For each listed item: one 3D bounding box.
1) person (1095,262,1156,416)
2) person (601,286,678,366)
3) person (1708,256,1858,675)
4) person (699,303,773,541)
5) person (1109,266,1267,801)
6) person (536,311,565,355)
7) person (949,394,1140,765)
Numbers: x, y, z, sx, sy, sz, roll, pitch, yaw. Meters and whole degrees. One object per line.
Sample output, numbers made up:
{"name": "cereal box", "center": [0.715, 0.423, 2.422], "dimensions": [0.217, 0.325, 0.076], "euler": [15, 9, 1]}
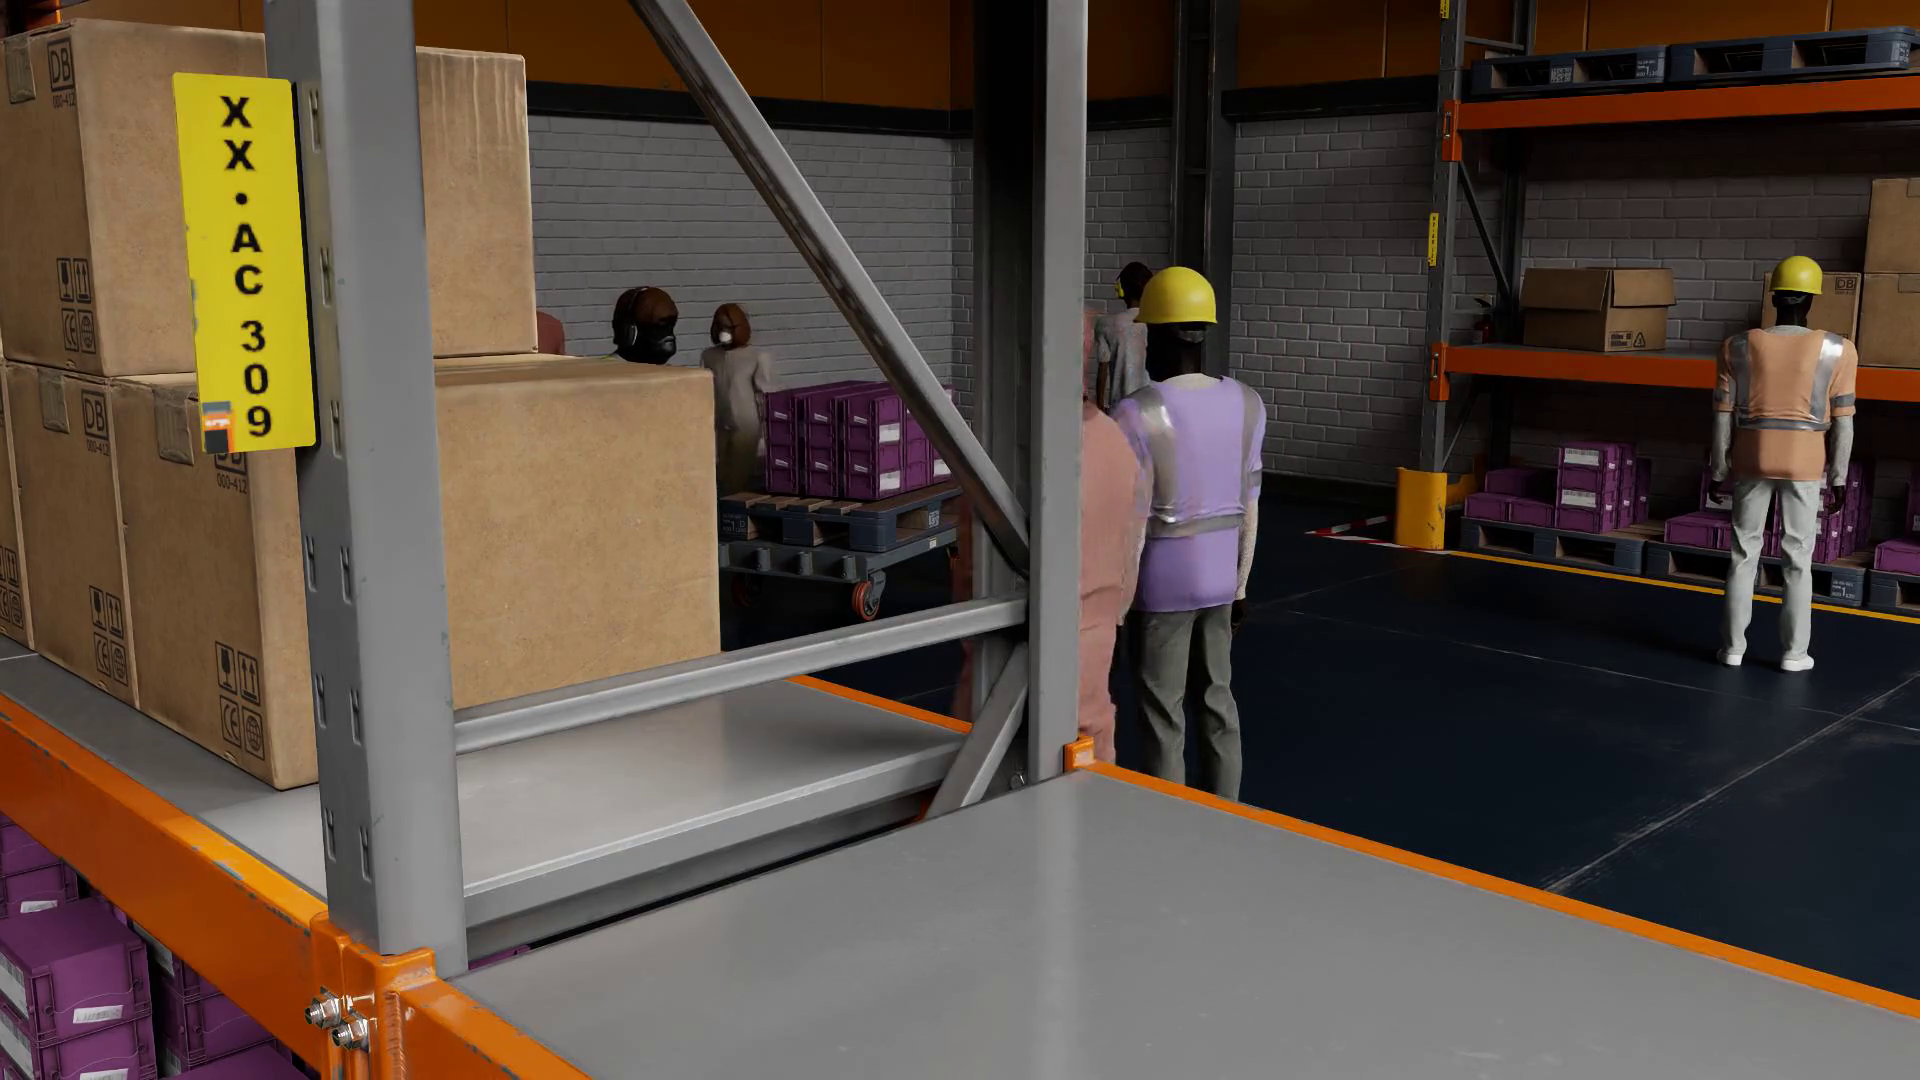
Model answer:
{"name": "person", "center": [1.066, -0.748, 10.112], "dimensions": [0.508, 1.864, 0.329], "euler": [1, 10, 3]}
{"name": "person", "center": [-1.140, -0.001, 6.100], "dimensions": [0.429, 1.840, 0.633], "euler": [4, 11, 21]}
{"name": "person", "center": [3.786, -0.339, 7.699], "dimensions": [0.594, 1.925, 0.368], "euler": [6, 12, 28]}
{"name": "person", "center": [-1.397, -0.638, 10.178], "dimensions": [0.539, 1.613, 0.518], "euler": [6, 12, 31]}
{"name": "person", "center": [0.655, 0.143, 5.072], "dimensions": [0.585, 1.929, 0.371], "euler": [-7, 13, -34]}
{"name": "person", "center": [-2.241, -0.489, 8.343], "dimensions": [0.397, 1.990, 0.622], "euler": [8, 13, 38]}
{"name": "person", "center": [0.239, 0.348, 4.094], "dimensions": [0.863, 1.881, 0.647], "euler": [8, 13, 38]}
